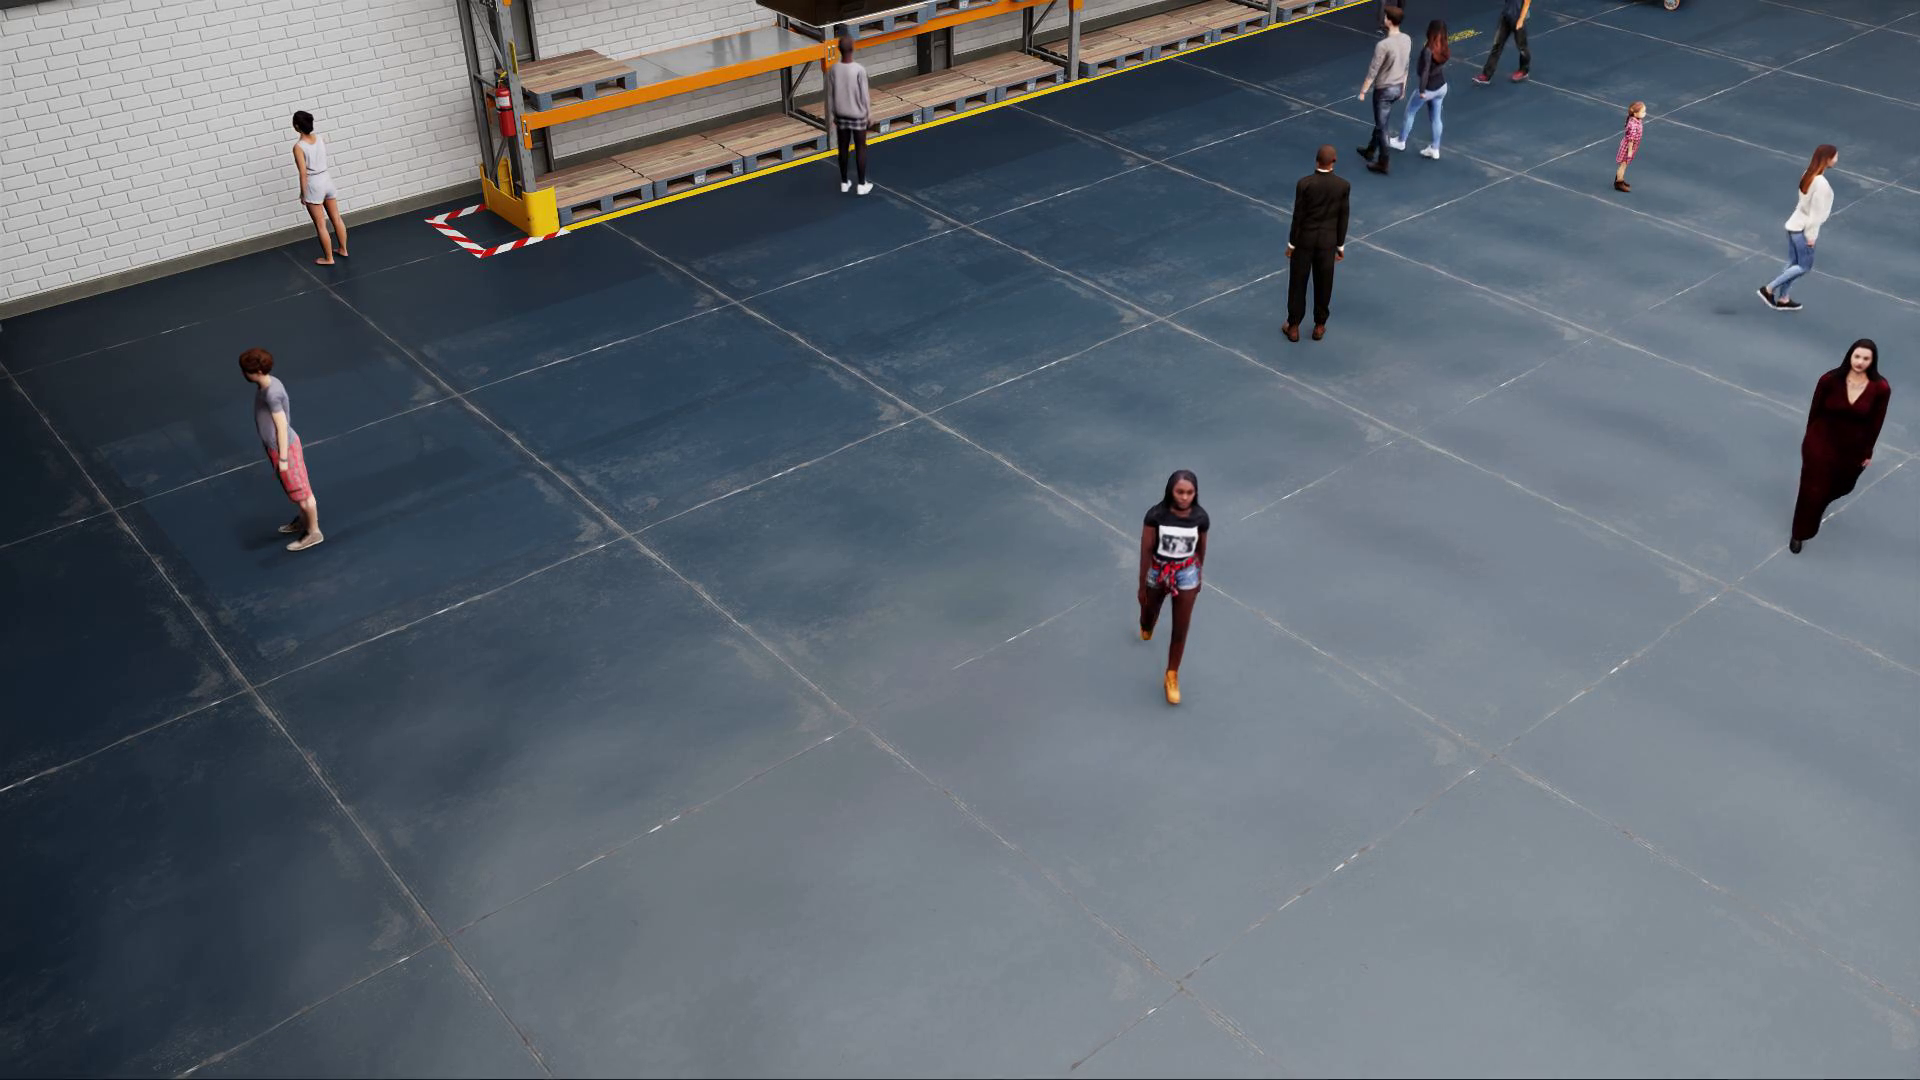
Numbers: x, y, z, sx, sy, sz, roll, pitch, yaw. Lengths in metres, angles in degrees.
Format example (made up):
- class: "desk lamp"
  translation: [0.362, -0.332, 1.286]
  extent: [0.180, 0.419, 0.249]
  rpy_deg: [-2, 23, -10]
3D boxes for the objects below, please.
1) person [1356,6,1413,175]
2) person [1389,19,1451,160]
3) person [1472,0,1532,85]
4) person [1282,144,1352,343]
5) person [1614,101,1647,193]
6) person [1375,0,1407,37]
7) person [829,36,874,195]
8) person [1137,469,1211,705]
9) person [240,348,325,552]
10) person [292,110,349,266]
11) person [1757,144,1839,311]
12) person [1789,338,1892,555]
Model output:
- class: "person"
  translation: [4.955, -5.116, 19.044]
  extent: [0.833, 1.889, 0.782]
  rpy_deg: [-22, 40, -30]
- class: "person"
  translation: [5.584, -5.267, 19.521]
  extent: [0.846, 1.613, 0.728]
  rpy_deg: [-21, 39, -29]
- class: "person"
  translation: [7.332, -6.834, 21.746]
  extent: [1.233, 1.759, 0.843]
  rpy_deg: [-16, 37, -23]
- class: "person"
  translation: [3.314, -2.769, 15.500]
  extent: [0.782, 1.904, 0.856]
  rpy_deg: [1, 34, 1]
- class: "person"
  translation: [7.598, -4.484, 18.877]
  extent: [0.560, 1.021, 0.480]
  rpy_deg: [11, 35, 15]
- class: "person"
  translation: [6.247, -8.153, 23.607]
  extent: [1.025, 1.896, 1.300]
  rpy_deg: [16, 37, 22]
- class: "person"
  translation: [-1.228, -4.755, 18.607]
  extent: [0.699, 1.771, 0.715]
  rpy_deg: [10, 35, 14]
- class: "person"
  translation: [1.396, 0.239, 11.149]
  extent: [0.980, 1.710, 1.017]
  rpy_deg: [0, 34, 1]
- class: "person"
  translation: [-5.142, -0.713, 12.635]
  extent: [0.585, 1.651, 0.632]
  rpy_deg: [-17, 37, -24]
- class: "person"
  translation: [-6.583, -3.620, 17.050]
  extent: [0.711, 1.605, 0.614]
  rpy_deg: [14, 36, 20]
- class: "person"
  translation: [8.055, -2.978, 16.014]
  extent: [0.879, 1.682, 0.820]
  rpy_deg: [4, 34, 7]
- class: "person"
  translation: [6.673, -0.755, 12.622]
  extent: [0.935, 1.735, 1.122]
  rpy_deg: [14, 36, 20]
